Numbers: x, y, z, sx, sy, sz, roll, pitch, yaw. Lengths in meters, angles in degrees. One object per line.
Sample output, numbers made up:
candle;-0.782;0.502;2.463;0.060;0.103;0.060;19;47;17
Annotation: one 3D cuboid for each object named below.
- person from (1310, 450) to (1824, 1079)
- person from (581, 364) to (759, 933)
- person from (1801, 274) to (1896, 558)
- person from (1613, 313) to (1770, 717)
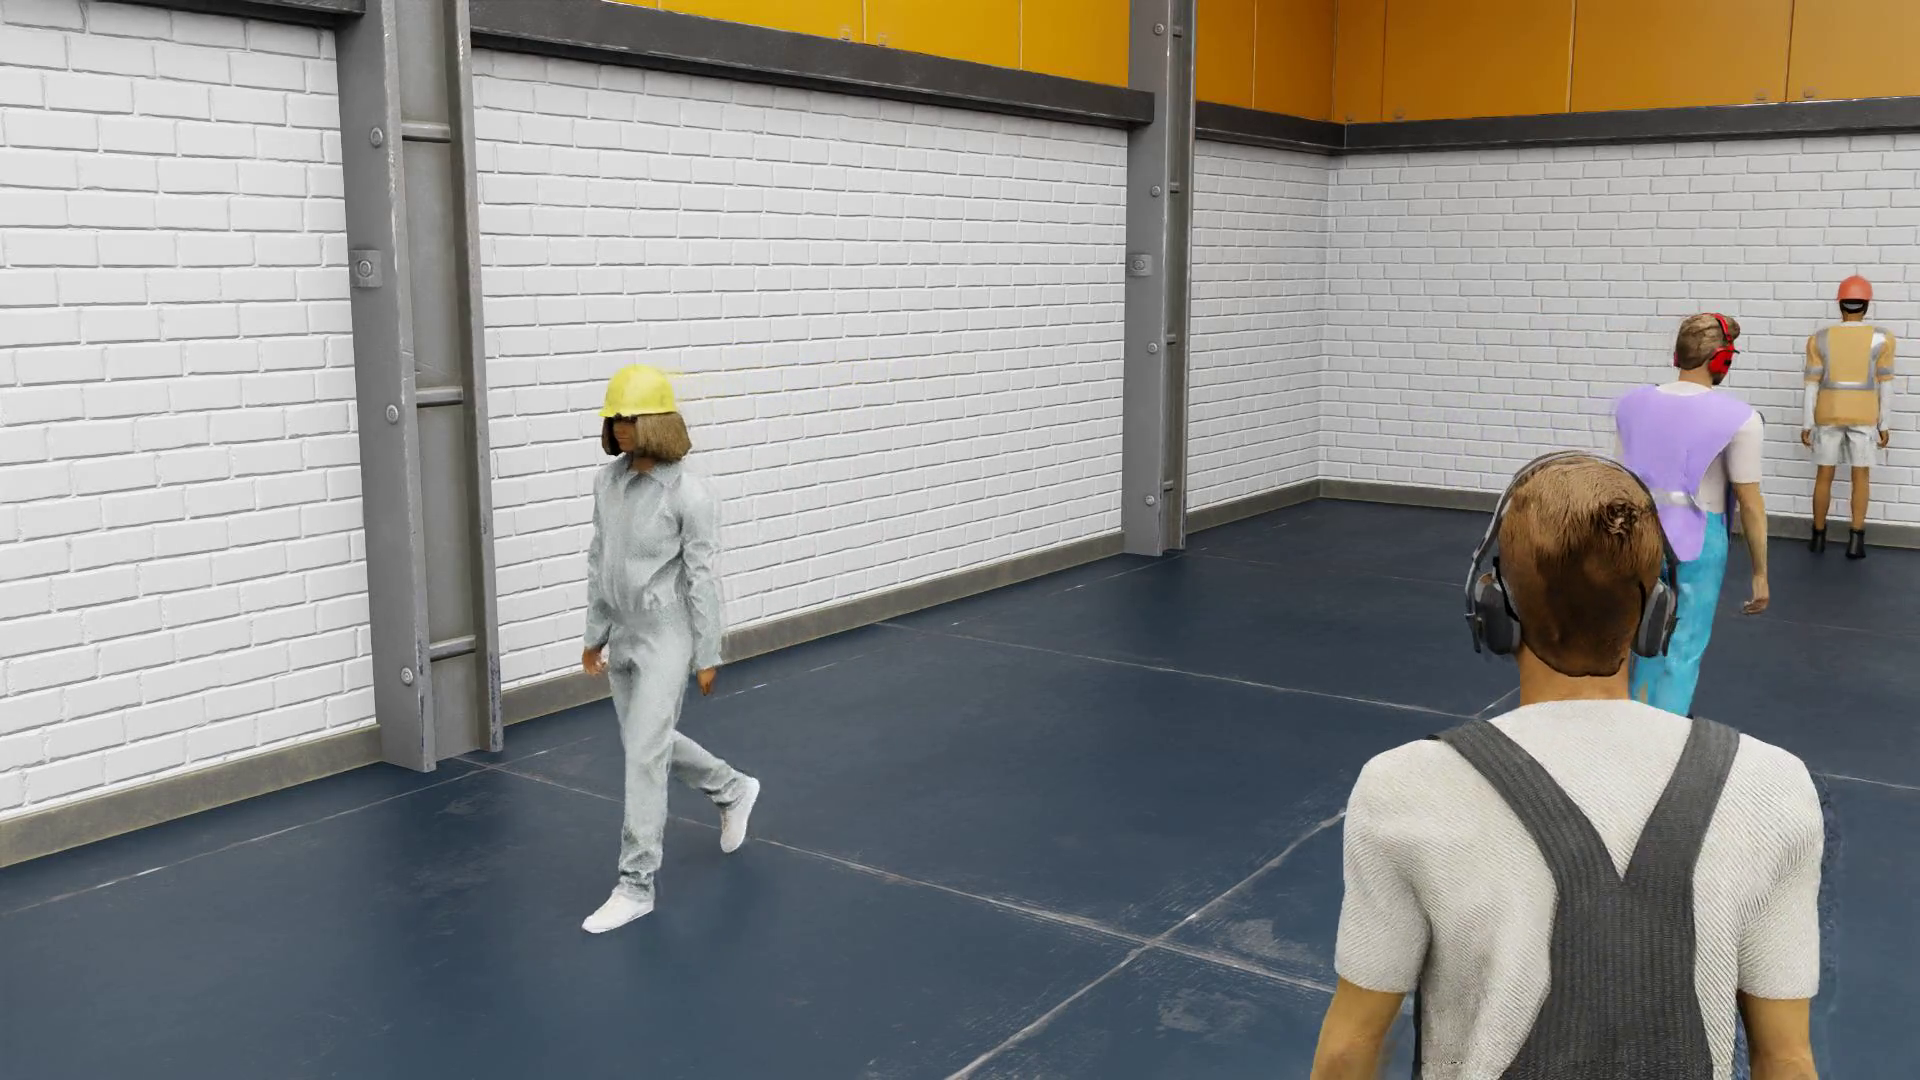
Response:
person;0.684;0.787;2.039;0.544;1.803;0.939;0;10;0
person;-0.908;0.297;5.217;0.485;1.718;0.753;8;13;41
person;6.079;-0.844;11.409;0.549;1.944;0.381;6;11;30
person;2.726;0.069;6.244;0.509;1.827;0.612;-6;11;-31
